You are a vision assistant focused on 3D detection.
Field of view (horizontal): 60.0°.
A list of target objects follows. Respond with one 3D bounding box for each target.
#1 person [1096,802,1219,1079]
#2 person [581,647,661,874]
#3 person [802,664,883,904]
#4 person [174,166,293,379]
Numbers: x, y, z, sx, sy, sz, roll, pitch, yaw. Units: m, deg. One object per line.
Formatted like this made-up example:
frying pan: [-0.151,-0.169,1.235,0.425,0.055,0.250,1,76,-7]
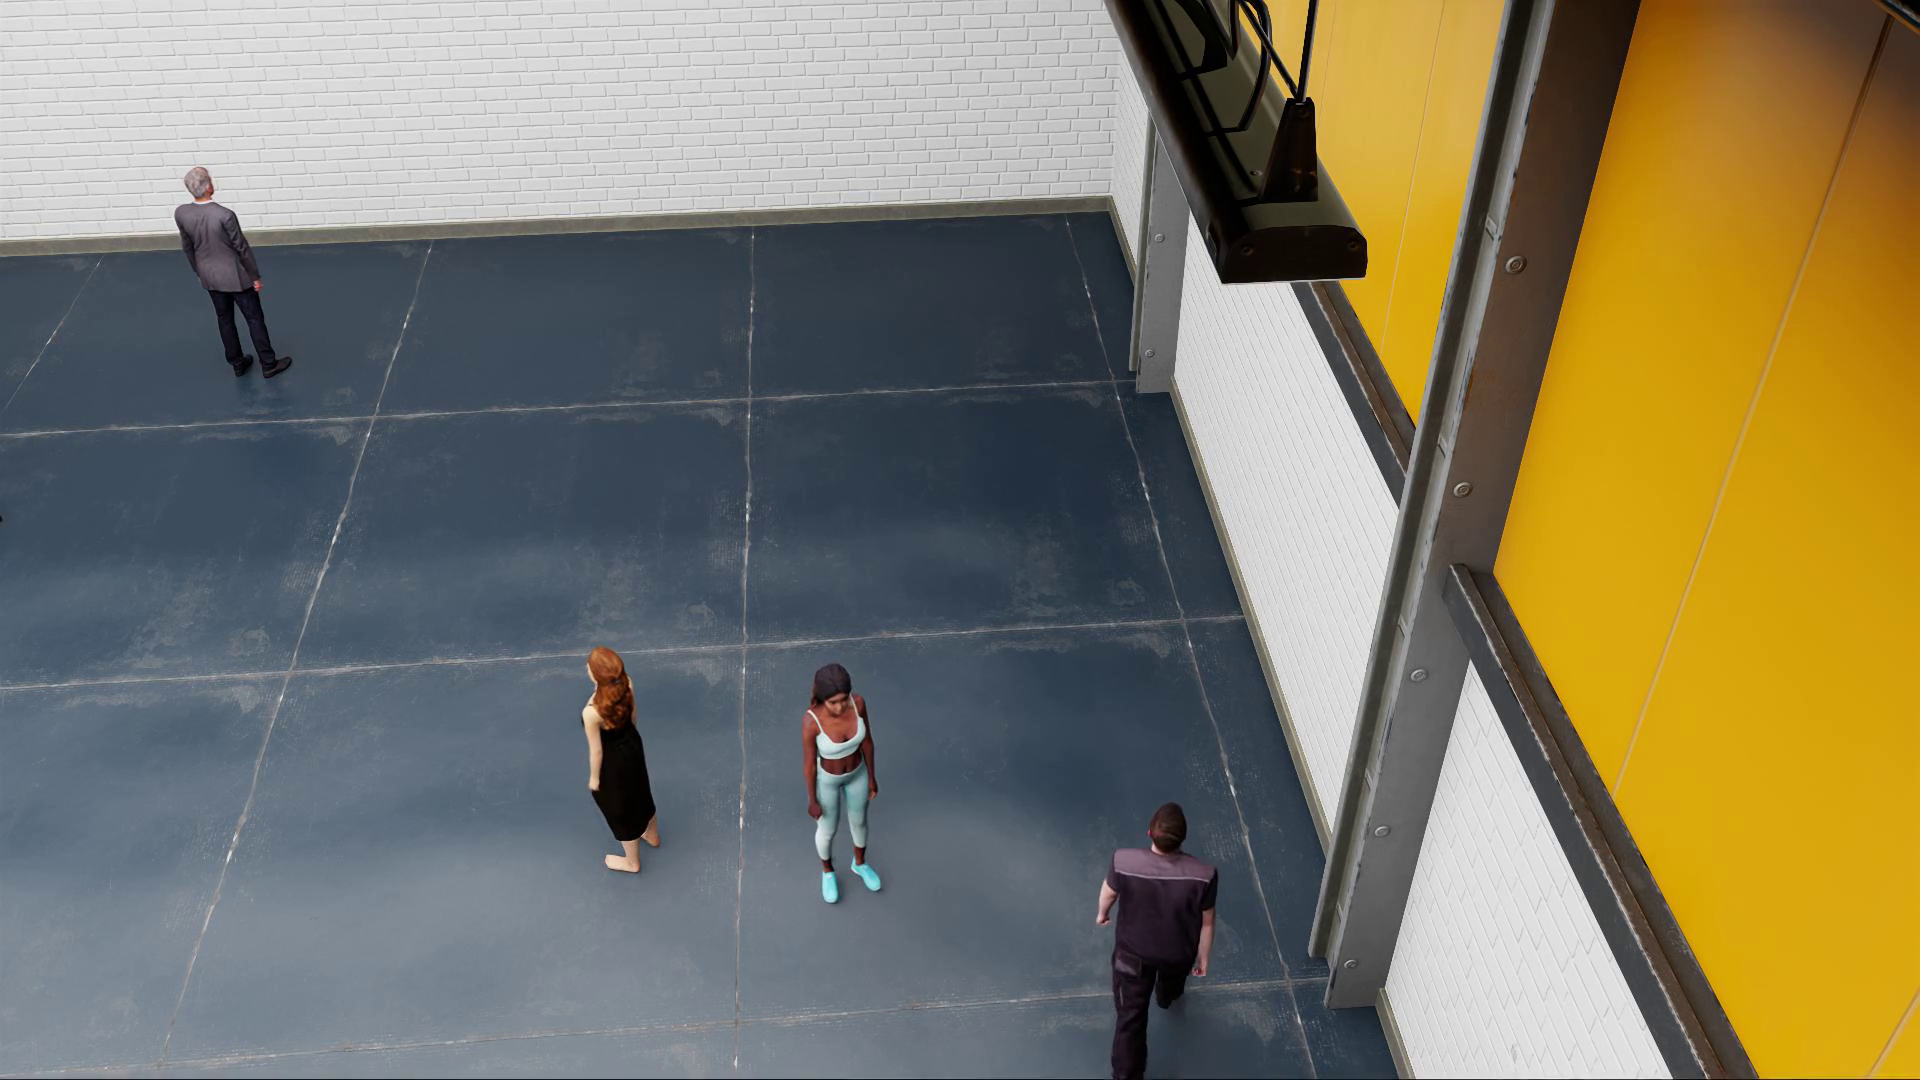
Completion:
person: [0.936,2.060,8.098,0.950,1.794,1.291,6,39,8]
person: [-1.905,1.222,9.282,0.741,1.625,0.657,17,42,20]
person: [-0.658,1.311,9.093,0.643,1.723,0.648,-18,42,-21]
person: [-5.866,-2.137,13.316,0.768,1.842,0.685,5,39,6]
